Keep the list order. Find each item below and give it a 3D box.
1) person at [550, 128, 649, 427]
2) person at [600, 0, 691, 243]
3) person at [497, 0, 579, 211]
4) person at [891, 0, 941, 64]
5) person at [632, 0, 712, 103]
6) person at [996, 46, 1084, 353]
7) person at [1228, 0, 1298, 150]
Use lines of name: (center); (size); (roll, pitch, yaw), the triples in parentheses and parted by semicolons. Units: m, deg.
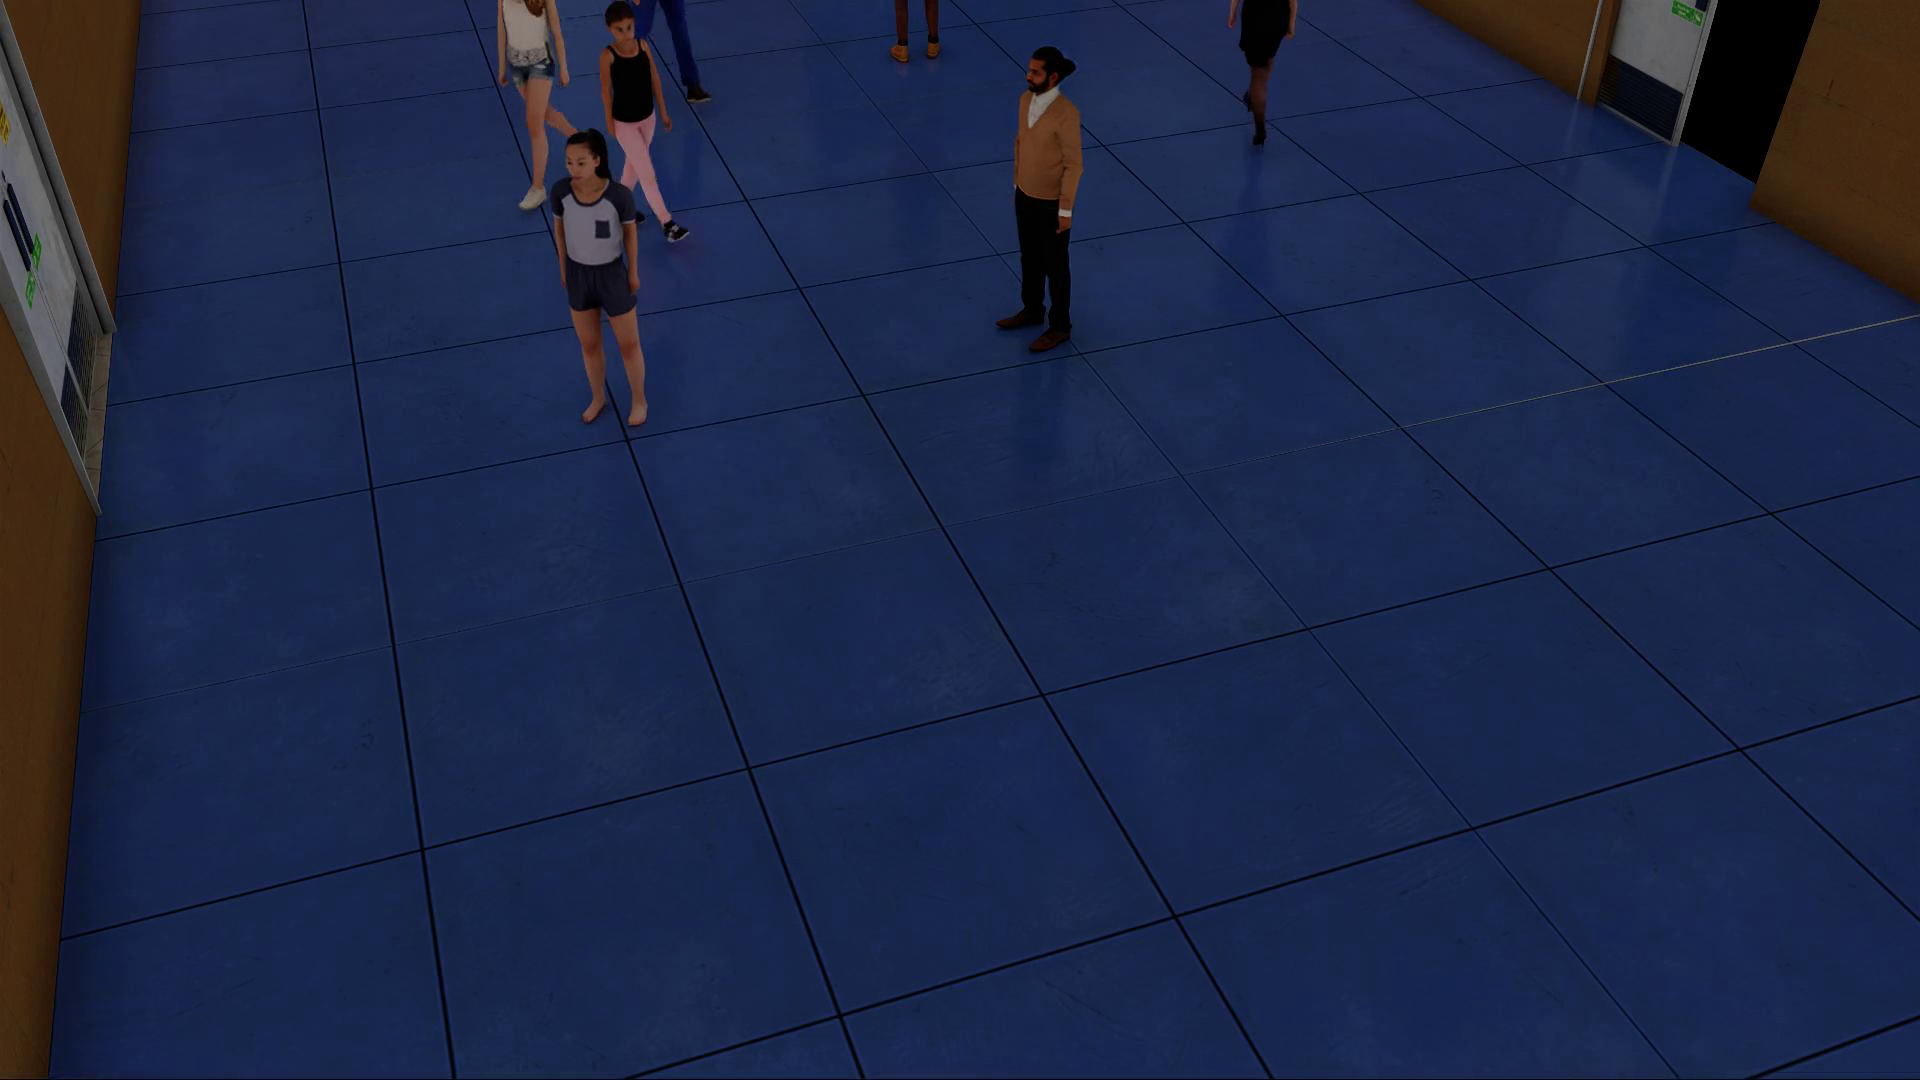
person: (-1.878, -1.355, 8.695); (0.617, 1.650, 0.732); (6, 37, 8)
person: (-2.105, -2.658, 10.550); (0.881, 1.508, 1.021); (30, 46, 33)
person: (-2.772, -3.134, 11.003); (1.090, 1.725, 1.114); (14, 39, 18)
person: (-0.373, -4.619, 12.980); (0.543, 1.727, 0.680); (-10, 38, -13)
person: (-2.320, -4.144, 12.283); (1.221, 1.804, 1.314); (23, 43, 28)
person: (0.481, -1.923, 9.366); (0.658, 1.753, 0.716); (-22, 42, -27)
person: (2.137, -3.546, 11.581); (1.014, 1.673, 0.837); (-2, 37, -3)
